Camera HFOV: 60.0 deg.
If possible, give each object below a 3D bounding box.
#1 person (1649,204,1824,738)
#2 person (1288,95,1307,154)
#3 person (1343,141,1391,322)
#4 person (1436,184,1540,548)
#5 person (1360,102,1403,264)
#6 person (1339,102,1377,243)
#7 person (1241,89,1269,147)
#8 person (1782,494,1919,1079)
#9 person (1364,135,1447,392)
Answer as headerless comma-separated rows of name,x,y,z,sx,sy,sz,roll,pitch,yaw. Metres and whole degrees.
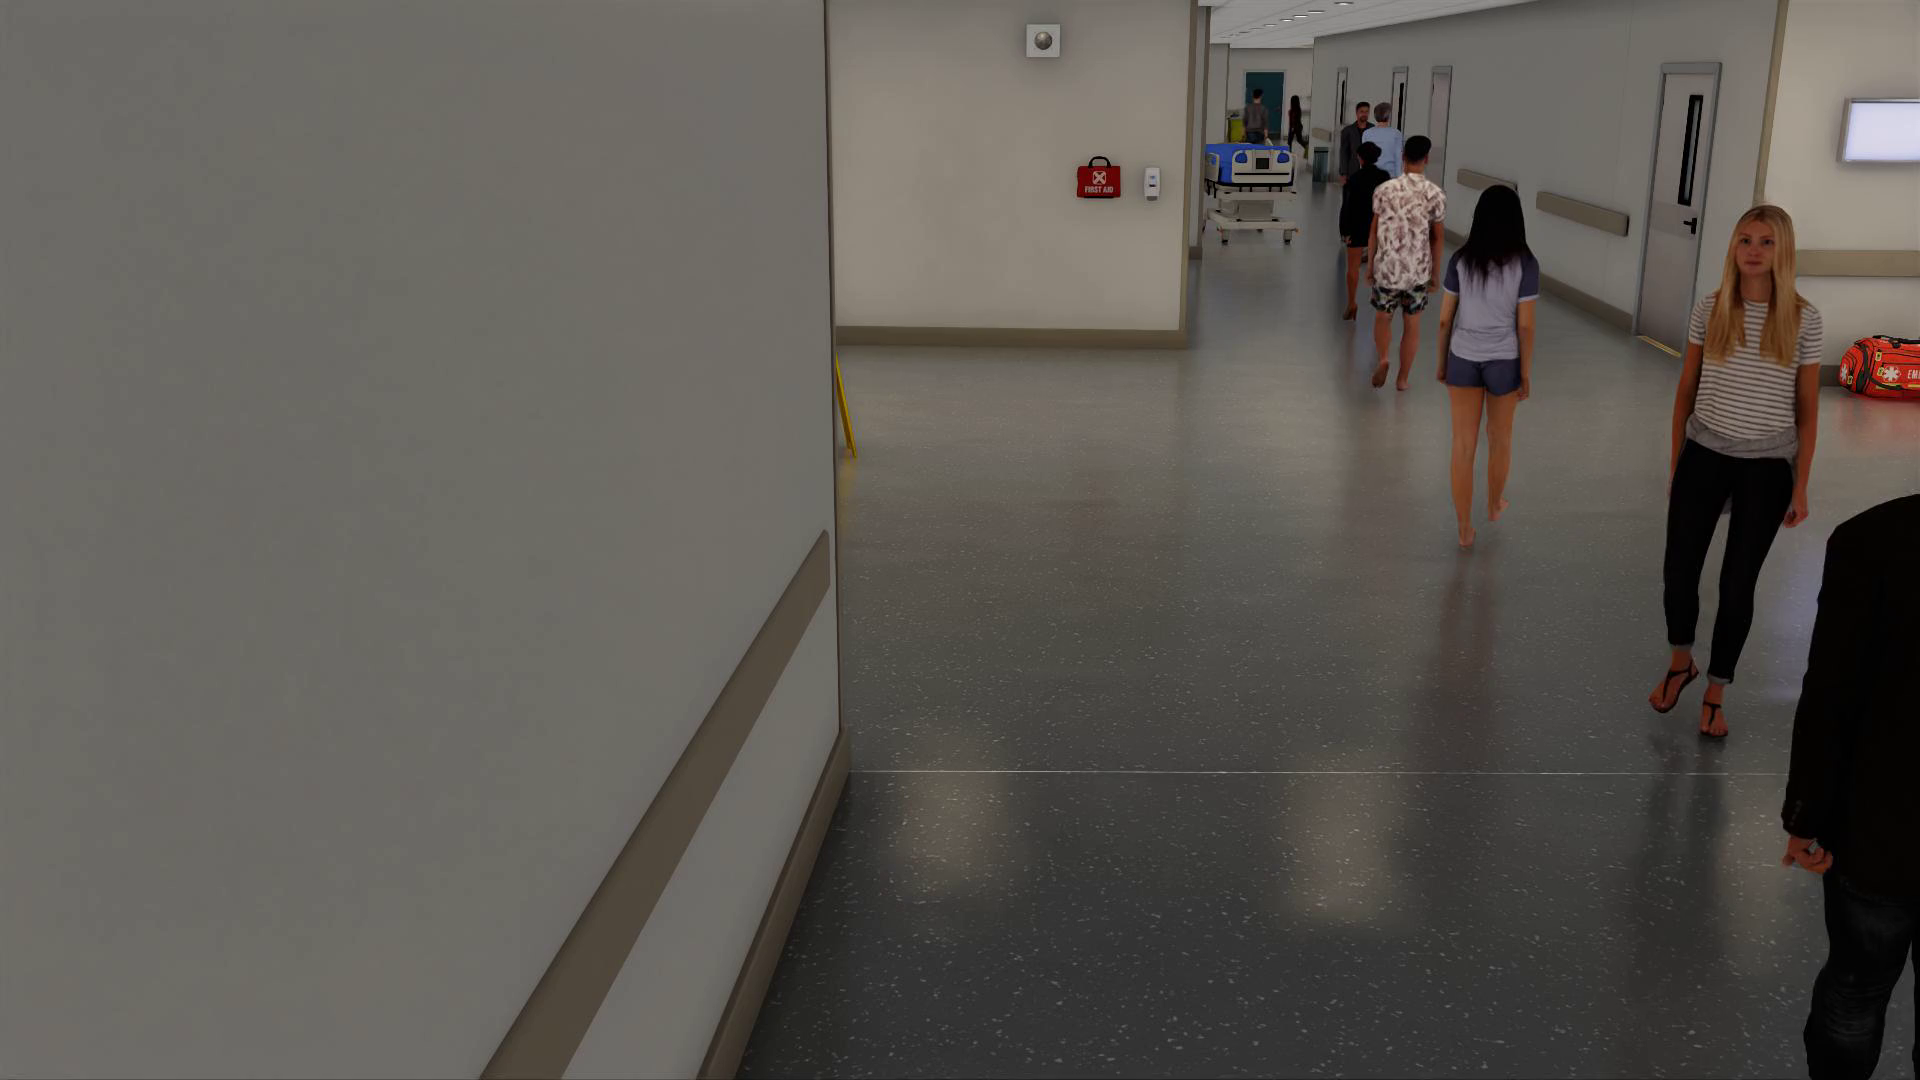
person,2.679,-0.231,5.727,0.668,1.816,0.766,8,18,26
person,8.835,-10.712,43.280,1.129,1.612,1.033,15,21,42
person,3.725,-2.777,15.103,0.801,1.628,0.758,-2,16,-8
person,2.495,-0.799,7.938,0.950,1.709,0.830,6,17,20
person,5.053,-4.297,20.006,0.639,1.894,0.786,7,17,24
person,5.182,-4.757,21.794,1.131,1.809,0.821,-1,16,-2
person,5.973,-8.200,33.853,0.855,1.893,0.881,6,17,19
person,1.784,0.564,2.999,1.168,1.765,1.019,7,17,25
person,3.128,-1.923,11.760,0.829,1.799,0.848,5,17,18
